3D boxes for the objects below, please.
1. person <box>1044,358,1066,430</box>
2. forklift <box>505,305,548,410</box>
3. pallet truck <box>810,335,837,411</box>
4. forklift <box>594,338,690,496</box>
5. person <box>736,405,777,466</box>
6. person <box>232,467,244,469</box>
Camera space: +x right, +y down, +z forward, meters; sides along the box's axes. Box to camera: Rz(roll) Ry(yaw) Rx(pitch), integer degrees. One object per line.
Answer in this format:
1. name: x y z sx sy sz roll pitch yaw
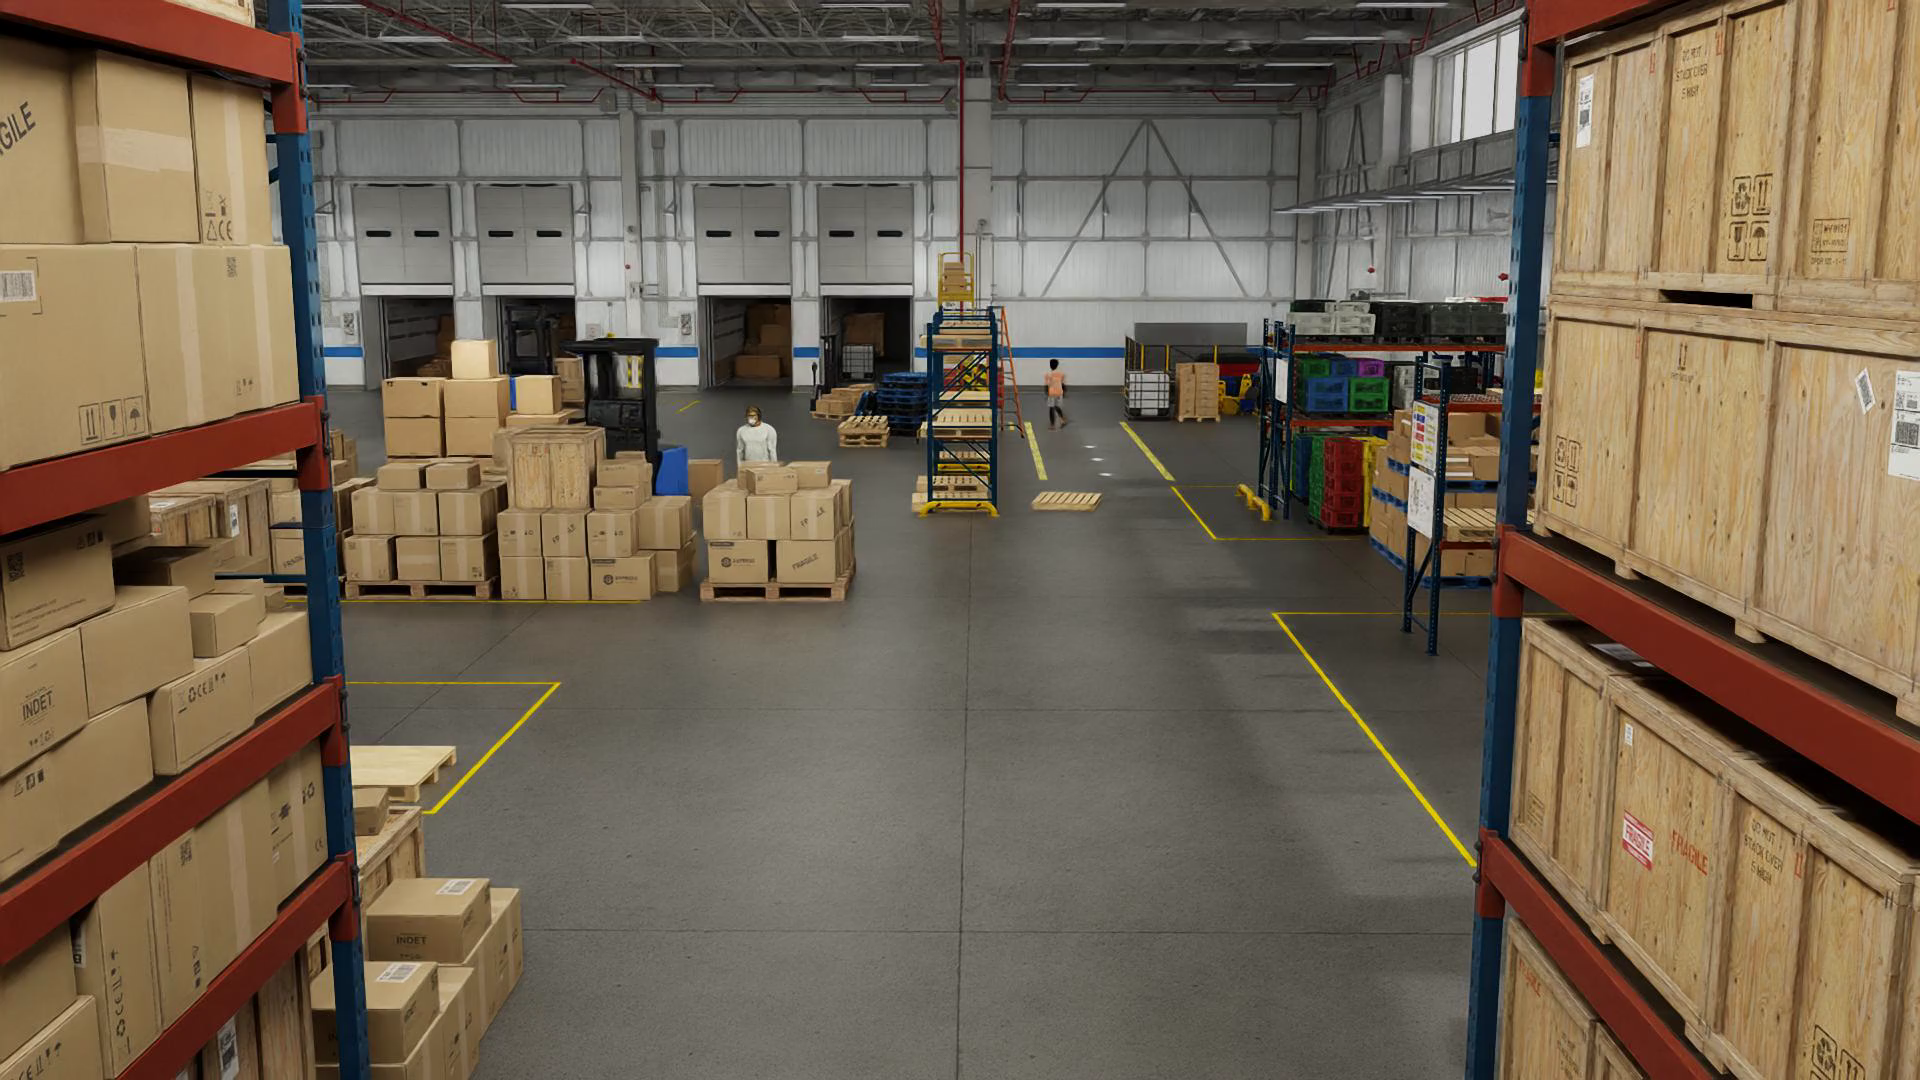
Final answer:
1. person: 2.211 -3.386 38.662 0.540 1.685 0.370 -6 12 -32
2. forklift: -10.736 -4.433 41.277 1.129 2.768 1.873 0 10 1
3. pallet truck: -3.021 -4.312 43.126 1.885 1.965 0.823 3 10 17
4. forklift: -5.075 -1.703 25.527 1.129 2.768 1.873 4 10 20
5. person: -2.976 -1.020 24.354 0.629 1.929 0.362 3 10 16
6. person: -7.466 0.202 17.268 0.404 1.927 0.562 -2 10 -14
